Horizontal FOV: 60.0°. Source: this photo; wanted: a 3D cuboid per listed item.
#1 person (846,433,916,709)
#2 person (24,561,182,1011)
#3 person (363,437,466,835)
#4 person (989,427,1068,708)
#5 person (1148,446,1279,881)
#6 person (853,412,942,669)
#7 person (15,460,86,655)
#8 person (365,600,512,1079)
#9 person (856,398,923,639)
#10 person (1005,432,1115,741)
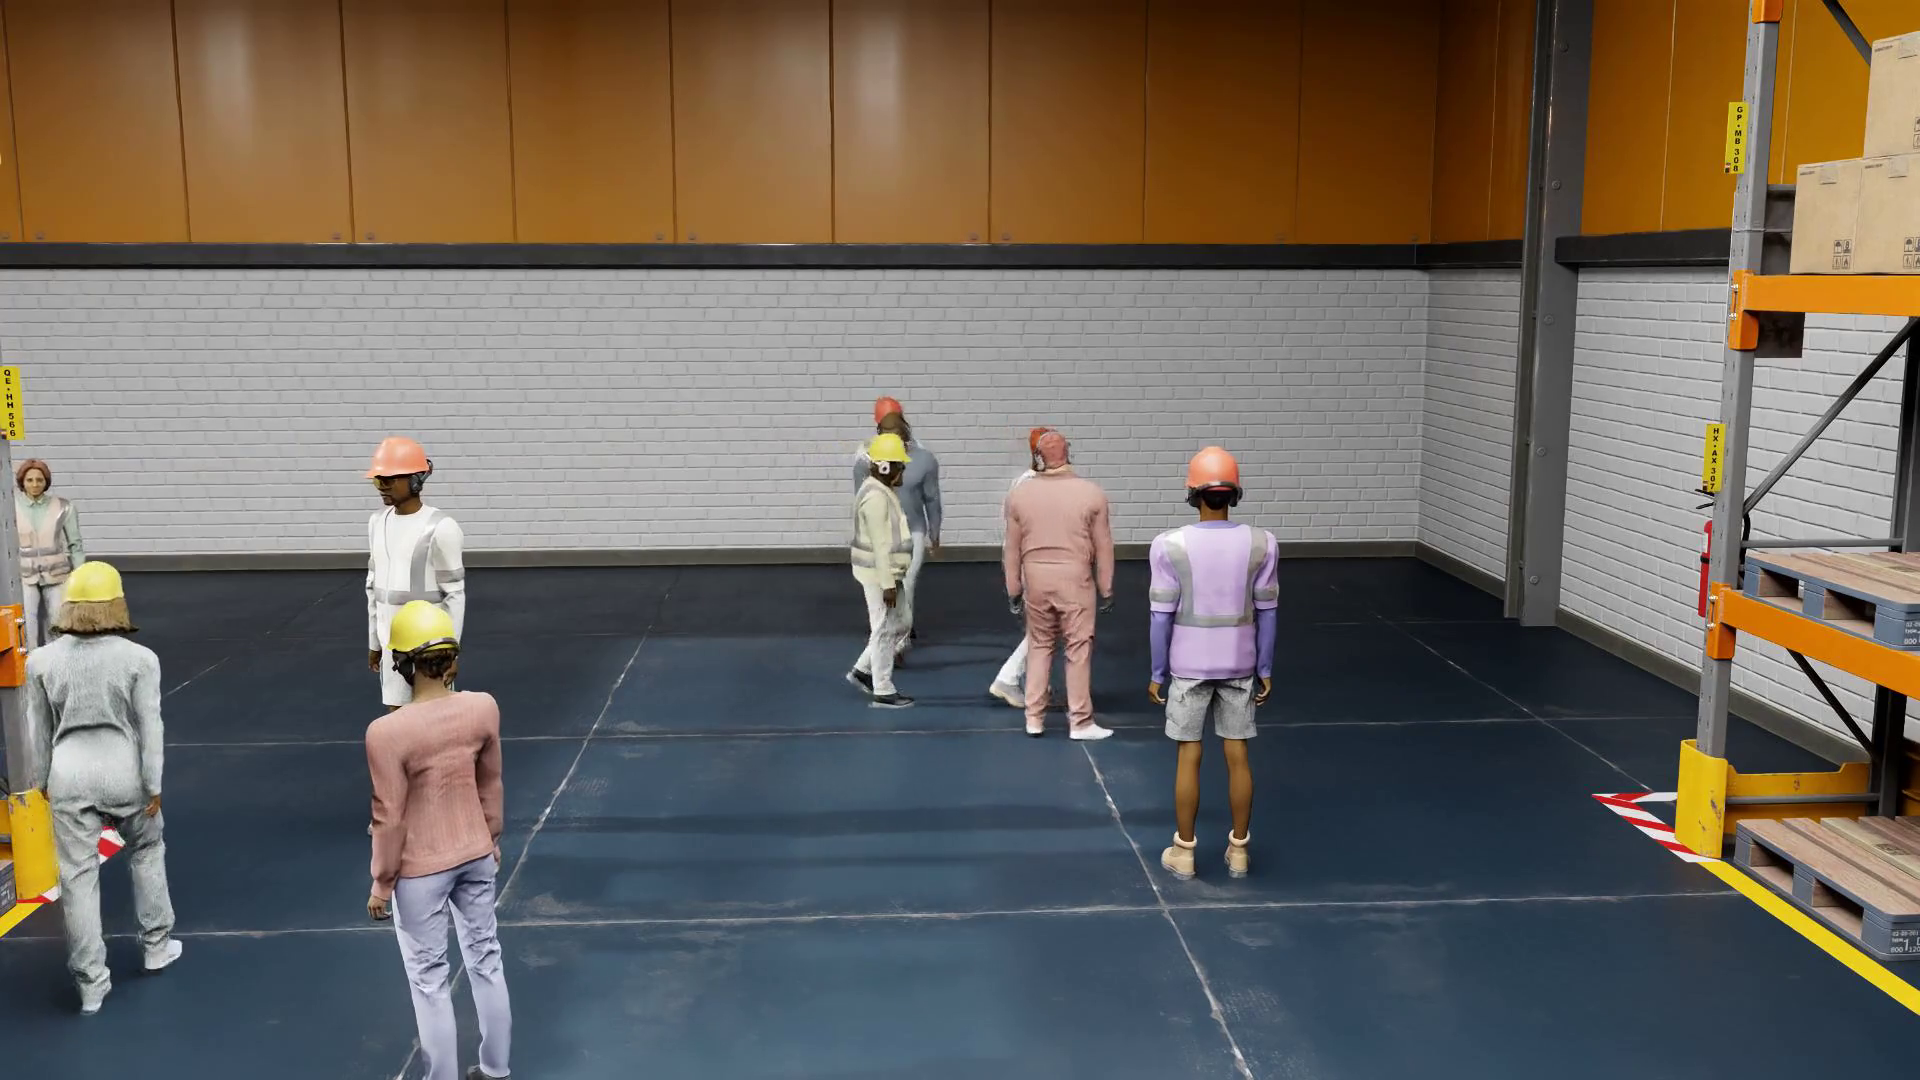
[{"bbox_3d":[-0.503,0.209,10.839,0.404,1.816,0.609,1,9,4],"label":"person"},{"bbox_3d":[-3.390,0.939,6.583,0.507,1.719,0.702,-3,9,-16],"label":"person"},{"bbox_3d":[-2.741,0.503,8.294,0.613,2.043,0.374,5,10,29],"label":"person"},{"bbox_3d":[0.476,0.199,10.766,0.447,1.875,0.650,0,9,1],"label":"person"},{"bbox_3d":[1.174,0.581,7.792,0.607,2.048,0.366,-1,9,-5],"label":"person"},{"bbox_3d":[-0.449,-0.020,12.214,0.629,1.867,1.061,1,9,3],"label":"person"},{"bbox_3d":[-6.046,0.293,10.938,0.551,1.614,0.683,-6,11,-33],"label":"person"},{"bbox_3d":[-1.756,1.076,5.565,0.327,1.767,0.533,6,11,33],"label":"person"},{"bbox_3d":[-0.535,-0.168,12.991,0.554,1.880,0.972,-2,9,-10],"label":"person"},{"bbox_3d":[0.623,0.287,10.169,0.698,1.896,0.397,4,10,23],"label":"person"}]
